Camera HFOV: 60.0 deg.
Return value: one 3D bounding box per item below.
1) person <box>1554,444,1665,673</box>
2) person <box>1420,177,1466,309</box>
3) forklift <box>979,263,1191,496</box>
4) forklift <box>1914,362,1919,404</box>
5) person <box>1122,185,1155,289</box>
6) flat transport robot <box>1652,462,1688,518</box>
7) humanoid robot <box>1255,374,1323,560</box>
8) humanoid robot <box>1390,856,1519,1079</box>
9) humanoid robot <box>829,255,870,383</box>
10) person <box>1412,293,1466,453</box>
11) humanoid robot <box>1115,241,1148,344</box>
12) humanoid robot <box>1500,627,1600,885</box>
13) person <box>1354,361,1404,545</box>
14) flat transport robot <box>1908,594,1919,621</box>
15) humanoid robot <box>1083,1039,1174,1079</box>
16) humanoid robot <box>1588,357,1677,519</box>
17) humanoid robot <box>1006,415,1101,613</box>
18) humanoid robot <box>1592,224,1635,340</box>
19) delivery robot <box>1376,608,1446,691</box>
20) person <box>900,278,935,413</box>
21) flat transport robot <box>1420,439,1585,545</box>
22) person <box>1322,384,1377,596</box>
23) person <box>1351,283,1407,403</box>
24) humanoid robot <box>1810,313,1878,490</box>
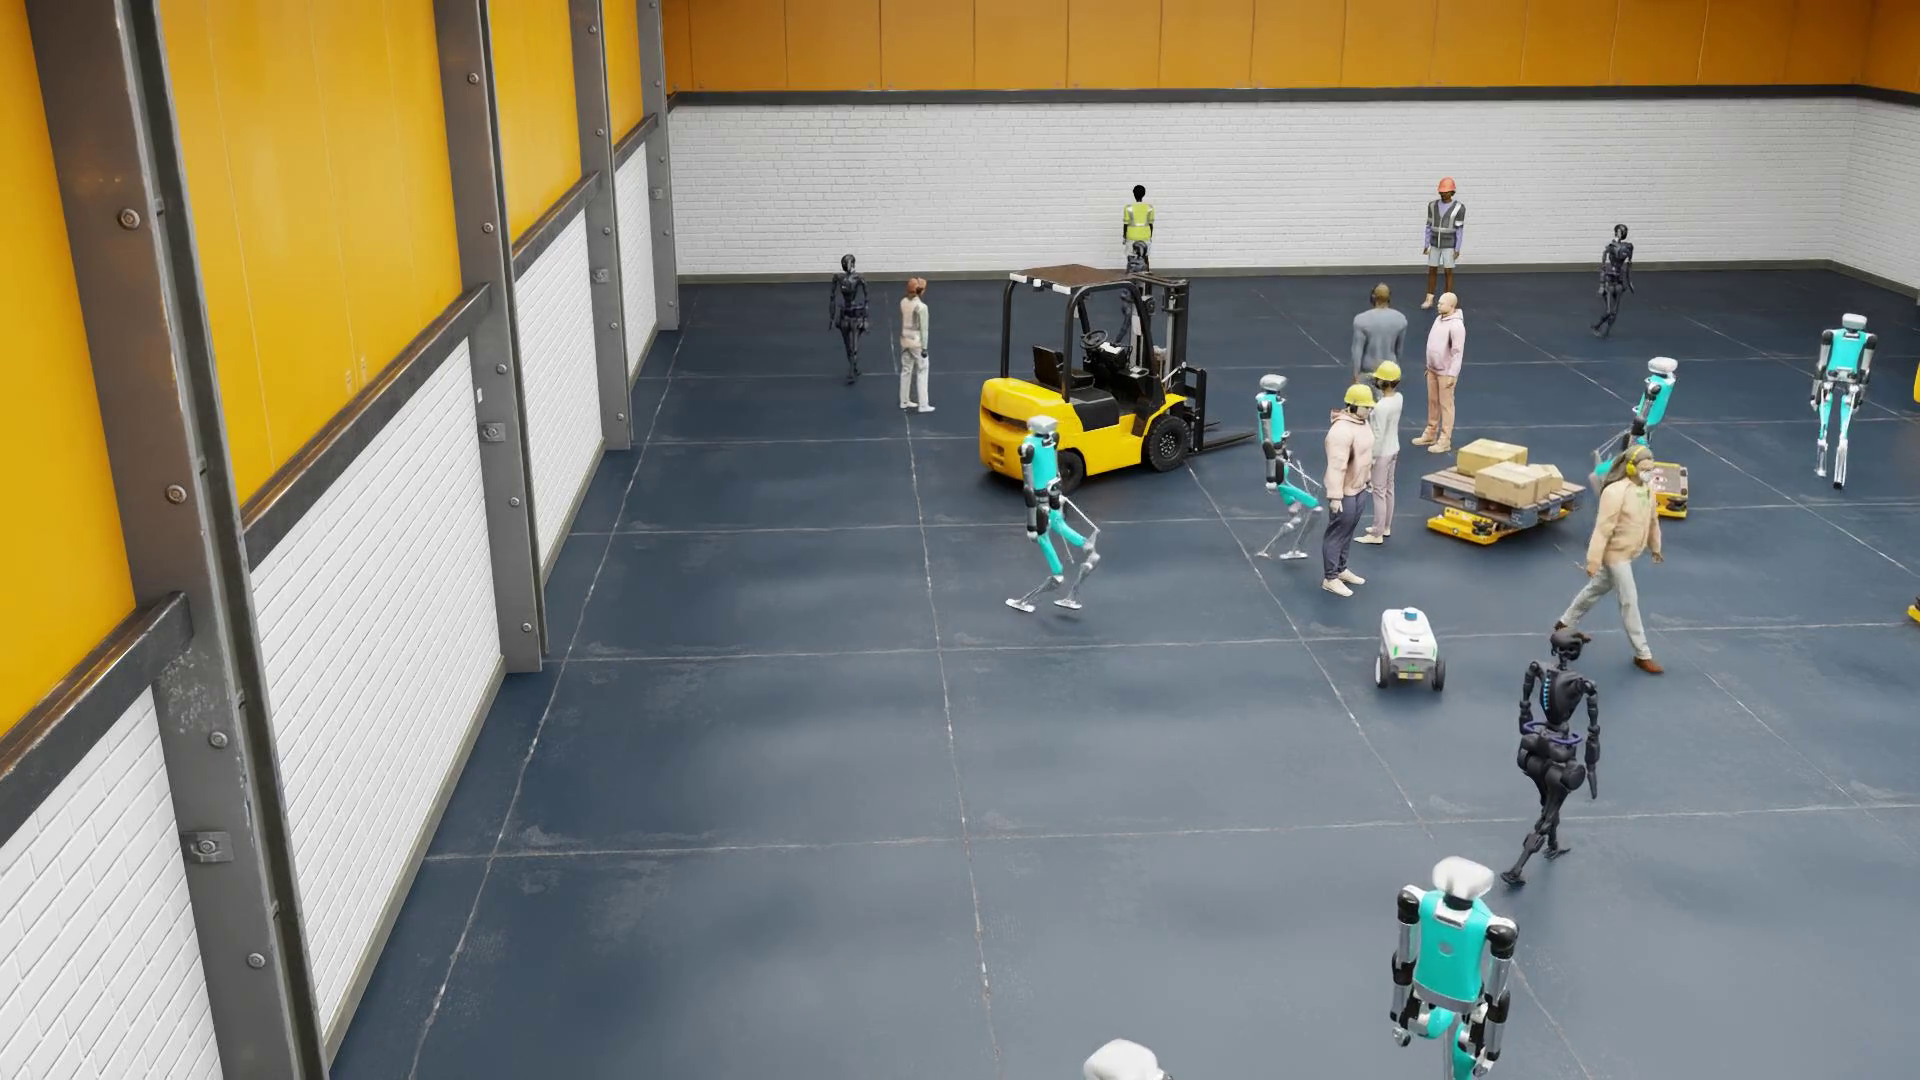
[{"bbox_3d":[5.233,0.079,13.176,0.636,1.820,1.000,-15,25,-34],"label":"person"},{"bbox_3d":[7.345,-4.500,25.342,0.601,2.034,0.413,16,26,37],"label":"person"},{"bbox_3d":[1.315,-1.764,17.646,2.313,2.155,1.214,-14,24,-33],"label":"forklift"},{"bbox_3d":[12.602,-2.435,19.475,2.313,2.155,1.214,-1,20,-4],"label":"forklift"},{"bbox_3d":[2.876,-4.878,26.857,0.530,1.689,0.322,-3,20,-9],"label":"person"},{"bbox_3d":[7.128,-0.552,17.133,0.659,0.231,1.431,8,22,20],"label":"flat transport robot"},{"bbox_3d":[3.059,-0.600,15.168,0.815,1.795,0.536,7,21,19],"label":"humanoid robot"},{"bbox_3d":[2.330,2.154,7.692,0.539,1.760,1.028,14,25,34],"label":"humanoid robot"},{"bbox_3d":[-1.446,-2.847,21.374,0.608,1.632,0.706,9,22,24],"label":"humanoid robot"},{"bbox_3d":[5.391,-1.875,18.538,0.402,1.783,0.524,-6,21,-17],"label":"person"},{"bbox_3d":[2.365,-3.241,22.483,0.774,1.620,0.613,8,22,20],"label":"humanoid robot"},{"bbox_3d":[3.601,1.302,10.116,0.789,1.627,0.588,-14,24,-33],"label":"humanoid robot"},{"bbox_3d":[3.981,-0.828,15.707,0.299,1.772,0.523,13,24,31],"label":"person"},{"bbox_3d":[8.484,0.781,13.500,0.659,0.231,1.431,-3,20,-8],"label":"flat transport robot"},{"bbox_3d":[0.365,2.625,6.424,1.027,1.779,0.542,15,25,35],"label":"humanoid robot"},{"bbox_3d":[6.378,-0.920,16.053,0.804,1.800,0.551,15,25,36],"label":"humanoid robot"},{"bbox_3d":[0.834,-0.155,13.941,0.910,1.769,0.544,12,24,30],"label":"humanoid robot"},{"bbox_3d":[9.258,-3.647,23.526,0.593,1.648,0.357,-8,22,-21],"label":"humanoid robot"},{"bbox_3d":[3.491,0.837,12.948,0.499,0.606,0.781,2,20,6],"label":"delivery robot"},{"bbox_3d":[-0.545,-2.347,20.047,0.327,1.630,0.523,-16,26,-38],"label":"person"},{"bbox_3d":[5.301,-0.267,16.354,1.431,0.231,0.659,-15,25,-36],"label":"flat transport robot"},{"bbox_3d":[3.378,-0.460,14.562,0.409,1.866,0.792,12,24,30],"label":"person"},{"bbox_3d":[4.594,-1.929,18.537,0.631,1.885,1.012,-3,20,-7],"label":"person"},{"bbox_3d":[9.215,-1.390,17.380,0.549,1.844,0.853,6,21,16],"label":"humanoid robot"}]
